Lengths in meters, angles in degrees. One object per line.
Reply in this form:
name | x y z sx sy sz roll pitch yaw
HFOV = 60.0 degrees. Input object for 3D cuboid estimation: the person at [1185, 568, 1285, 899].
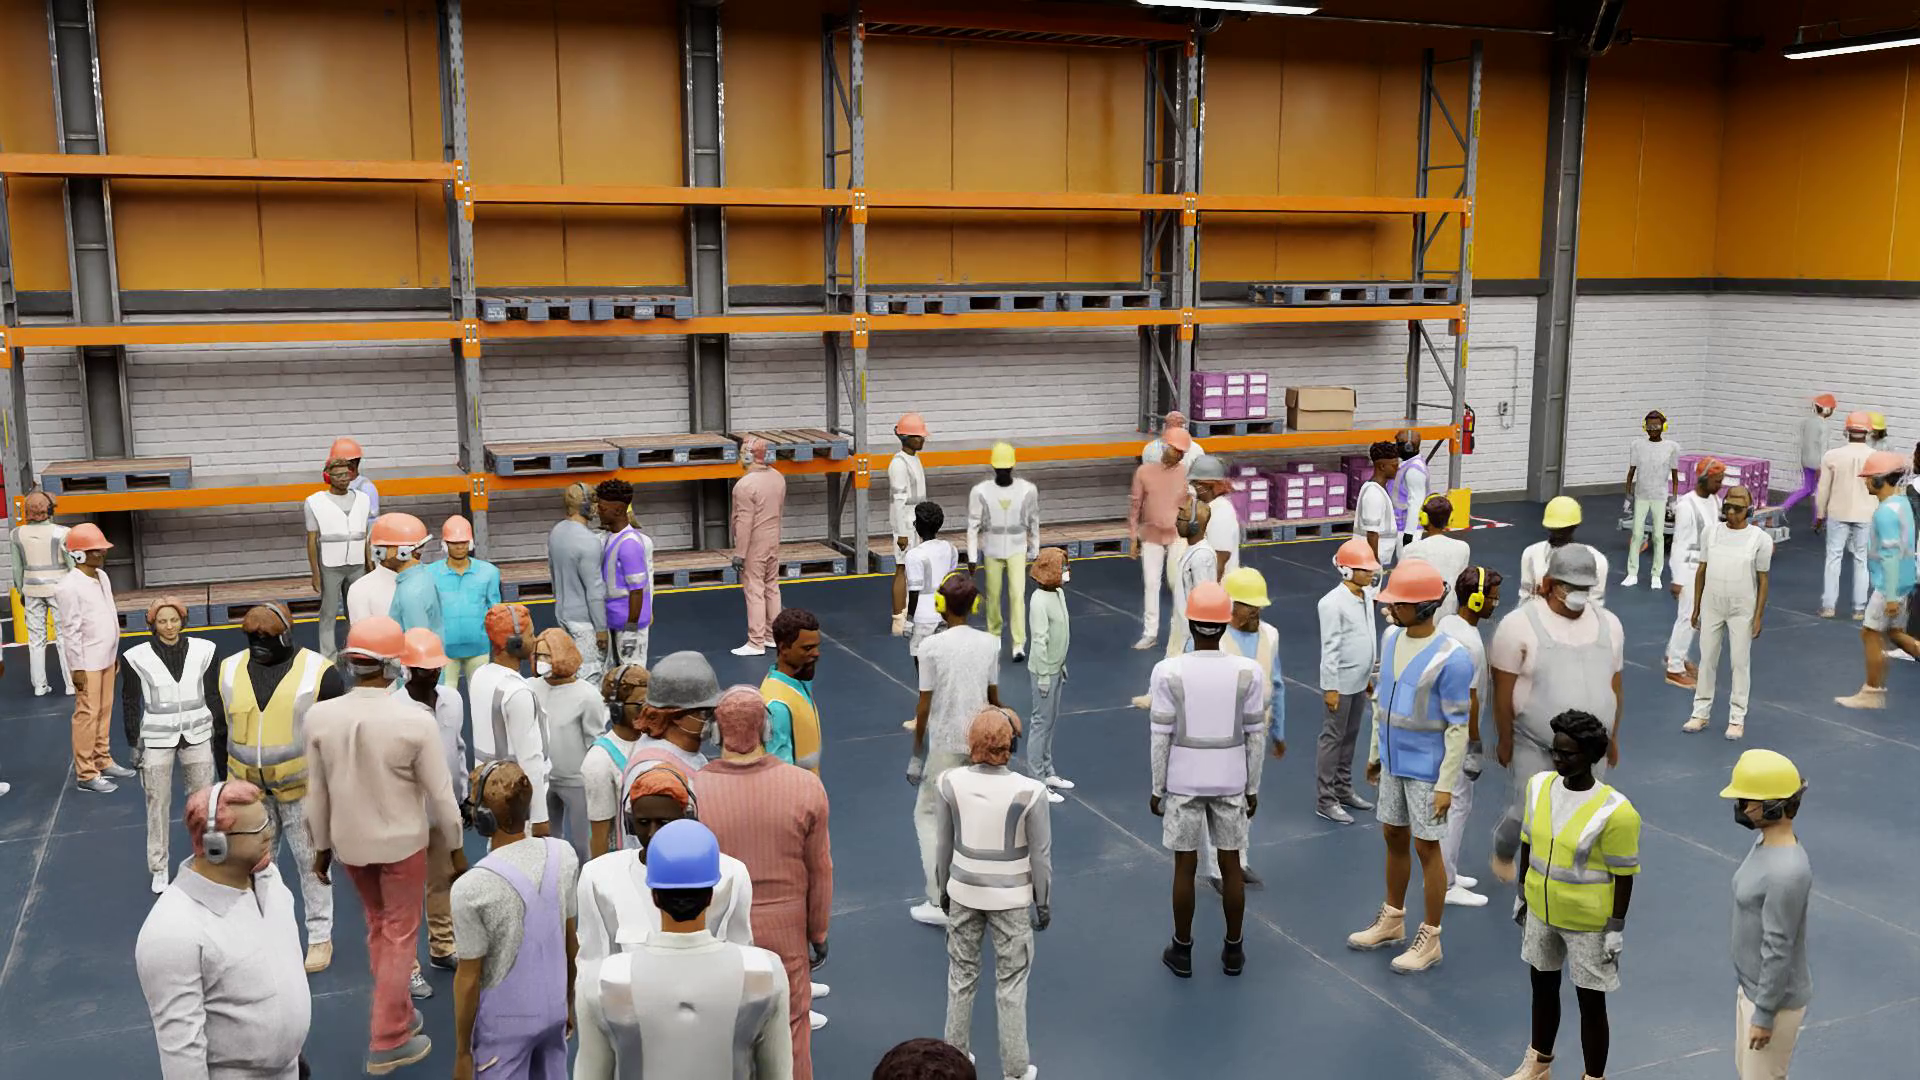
person | 1.509 1.041 9.064 0.610 1.819 0.419 -5 11 -26

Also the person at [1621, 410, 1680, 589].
person | 7.203 -0.422 17.336 0.538 1.869 0.313 6 11 29

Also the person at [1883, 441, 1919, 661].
person | 8.272 0.084 14.279 0.600 1.917 0.377 -6 12 -33

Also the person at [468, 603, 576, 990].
person | -2.086 1.225 7.814 0.355 1.883 0.575 -8 13 -38

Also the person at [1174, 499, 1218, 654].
person | 1.587 0.631 11.339 0.345 1.847 0.504 1 10 8

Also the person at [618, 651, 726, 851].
person | -1.013 1.406 6.311 0.536 2.000 0.688 -2 10 -11

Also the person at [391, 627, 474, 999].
person | -2.533 1.271 7.914 0.327 1.752 0.562 5 11 28

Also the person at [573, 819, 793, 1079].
person | -0.773 1.740 4.705 0.621 1.934 0.419 -3 10 -15

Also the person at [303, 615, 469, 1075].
person | -2.449 1.291 7.167 0.655 1.981 0.541 2 10 11

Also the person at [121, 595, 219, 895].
person | -4.321 1.110 9.173 0.520 1.640 0.307 -8 13 -38

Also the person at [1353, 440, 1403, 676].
person | 3.454 0.142 13.853 0.384 1.957 0.602 3 10 14

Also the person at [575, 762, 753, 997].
person | -0.954 1.643 5.403 0.573 1.883 0.356 -1 10 -6

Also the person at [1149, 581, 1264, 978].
person | 1.180 1.157 8.044 0.547 1.938 0.376 0 10 0

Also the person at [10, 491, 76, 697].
person | -7.167 0.431 13.085 0.514 1.641 0.309 0 10 -3

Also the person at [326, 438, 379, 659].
person | -5.170 0.095 14.171 0.552 1.933 0.371 9 13 41

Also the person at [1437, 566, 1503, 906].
person | 2.701 1.048 8.926 0.351 1.856 0.519 0 10 -3

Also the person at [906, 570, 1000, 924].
person | -0.035 1.086 8.687 0.583 1.854 0.369 -7 12 -34

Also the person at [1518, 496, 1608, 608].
person | 4.035 0.632 11.152 0.585 1.908 0.587 8 13 38

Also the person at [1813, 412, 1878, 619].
person | 8.506 -0.220 15.869 0.649 1.982 0.552 4 11 24

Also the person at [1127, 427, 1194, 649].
person | 1.809 -0.006 14.678 0.676 1.962 0.402 2 10 12

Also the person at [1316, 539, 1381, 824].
person | 2.418 0.856 10.302 0.327 1.753 0.561 8 12 38

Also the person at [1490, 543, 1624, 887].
person | 3.144 0.986 8.735 0.686 2.000 0.652 -1 10 -6

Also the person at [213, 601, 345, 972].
person | -3.311 1.201 8.090 0.620 1.838 0.430 0 10 -1

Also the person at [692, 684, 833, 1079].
person | -0.800 1.479 6.278 0.638 1.909 0.407 -2 10 -13

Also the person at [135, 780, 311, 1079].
person | -2.216 1.673 5.166 0.407 1.907 0.642 1 10 4

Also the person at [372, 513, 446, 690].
person | -3.207 0.828 9.772 0.375 1.995 0.611 -3 10 -15

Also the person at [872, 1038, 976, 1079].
person | 0.006 1.958 3.505 0.386 1.911 0.590 1 10 7

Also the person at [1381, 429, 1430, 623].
person | 4.219 -0.135 15.763 0.430 1.845 0.620 2 10 10

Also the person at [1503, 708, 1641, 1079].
person | 2.458 1.508 6.715 0.316 1.695 0.542 -6 11 -31

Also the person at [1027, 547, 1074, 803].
person | 0.582 0.850 10.688 0.281 1.633 0.500 3 10 17

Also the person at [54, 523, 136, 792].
person | -5.650 0.755 10.874 0.330 1.753 0.574 -1 10 -5

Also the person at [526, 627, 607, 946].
person | -2.017 1.240 8.436 0.501 1.633 0.285 4 11 23

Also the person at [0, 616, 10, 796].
person | -6.375 0.740 10.503 0.593 1.918 0.391 -4 11 -22

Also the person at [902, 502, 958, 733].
person | -0.227 0.560 12.175 0.316 1.696 0.540 7 12 35

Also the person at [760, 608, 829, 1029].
person | -0.794 1.248 7.581 0.372 1.915 0.596 0 10 -1

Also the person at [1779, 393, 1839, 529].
person | 10.787 -0.999 21.034 0.628 1.729 0.575 0 10 -1

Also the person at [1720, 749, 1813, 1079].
person | 2.861 1.611 5.965 0.342 1.756 0.532 3 10 19

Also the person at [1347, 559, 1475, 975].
person | 2.195 1.093 8.120 0.383 2.040 0.605 -5 11 -25

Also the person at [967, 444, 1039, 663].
person | 0.376 0.104 14.308 0.627 1.865 0.991 0 10 -1

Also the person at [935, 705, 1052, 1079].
person | 0.132 1.501 6.947 0.519 1.631 0.314 4 11 23

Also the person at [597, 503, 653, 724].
person | -2.513 0.506 12.350 0.483 1.745 0.299 -2 10 -11

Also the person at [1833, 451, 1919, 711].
person | 7.150 0.339 12.578 0.776 2.009 0.644 7 12 34

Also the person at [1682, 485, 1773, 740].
person | 5.543 0.516 12.003 0.506 1.847 0.346 9 13 41

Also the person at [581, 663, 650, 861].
person | -1.345 1.407 6.866 0.333 1.844 0.514 3 10 16

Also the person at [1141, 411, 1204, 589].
person | 2.153 -0.360 16.915 0.649 1.897 0.399 1 10 5

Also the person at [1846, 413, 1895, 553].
person | 10.393 -0.630 19.046 0.492 1.692 0.928 3 10 18

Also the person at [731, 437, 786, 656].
person | -1.785 0.055 14.485 0.409 1.909 0.640 5 11 25

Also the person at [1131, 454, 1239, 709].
person | 1.874 0.307 12.642 1.002 2.000 0.688 -1 10 -7

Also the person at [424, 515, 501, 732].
person | -3.355 0.701 11.186 0.562 1.756 0.318 -4 11 -23

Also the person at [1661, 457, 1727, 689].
person | 5.910 0.241 13.516 0.744 1.871 0.519 -10 14 -44

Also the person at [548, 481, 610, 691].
person | -2.604 0.559 11.495 0.373 1.938 0.629 -8 13 -39

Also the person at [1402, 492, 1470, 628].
person | 3.232 0.606 11.418 0.532 1.868 0.310 -3 10 -14

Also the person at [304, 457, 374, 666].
person | -5.075 0.230 13.644 0.388 1.847 0.564 8 13 39

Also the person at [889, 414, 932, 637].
person | -0.443 -0.138 15.203 0.384 2.041 0.615 2 10 11

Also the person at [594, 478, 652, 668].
person | -2.319 0.546 11.479 0.374 1.966 0.607 -4 10 -20

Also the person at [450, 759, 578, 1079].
person | -1.490 1.633 5.605 0.342 1.839 0.503 7 12 34
